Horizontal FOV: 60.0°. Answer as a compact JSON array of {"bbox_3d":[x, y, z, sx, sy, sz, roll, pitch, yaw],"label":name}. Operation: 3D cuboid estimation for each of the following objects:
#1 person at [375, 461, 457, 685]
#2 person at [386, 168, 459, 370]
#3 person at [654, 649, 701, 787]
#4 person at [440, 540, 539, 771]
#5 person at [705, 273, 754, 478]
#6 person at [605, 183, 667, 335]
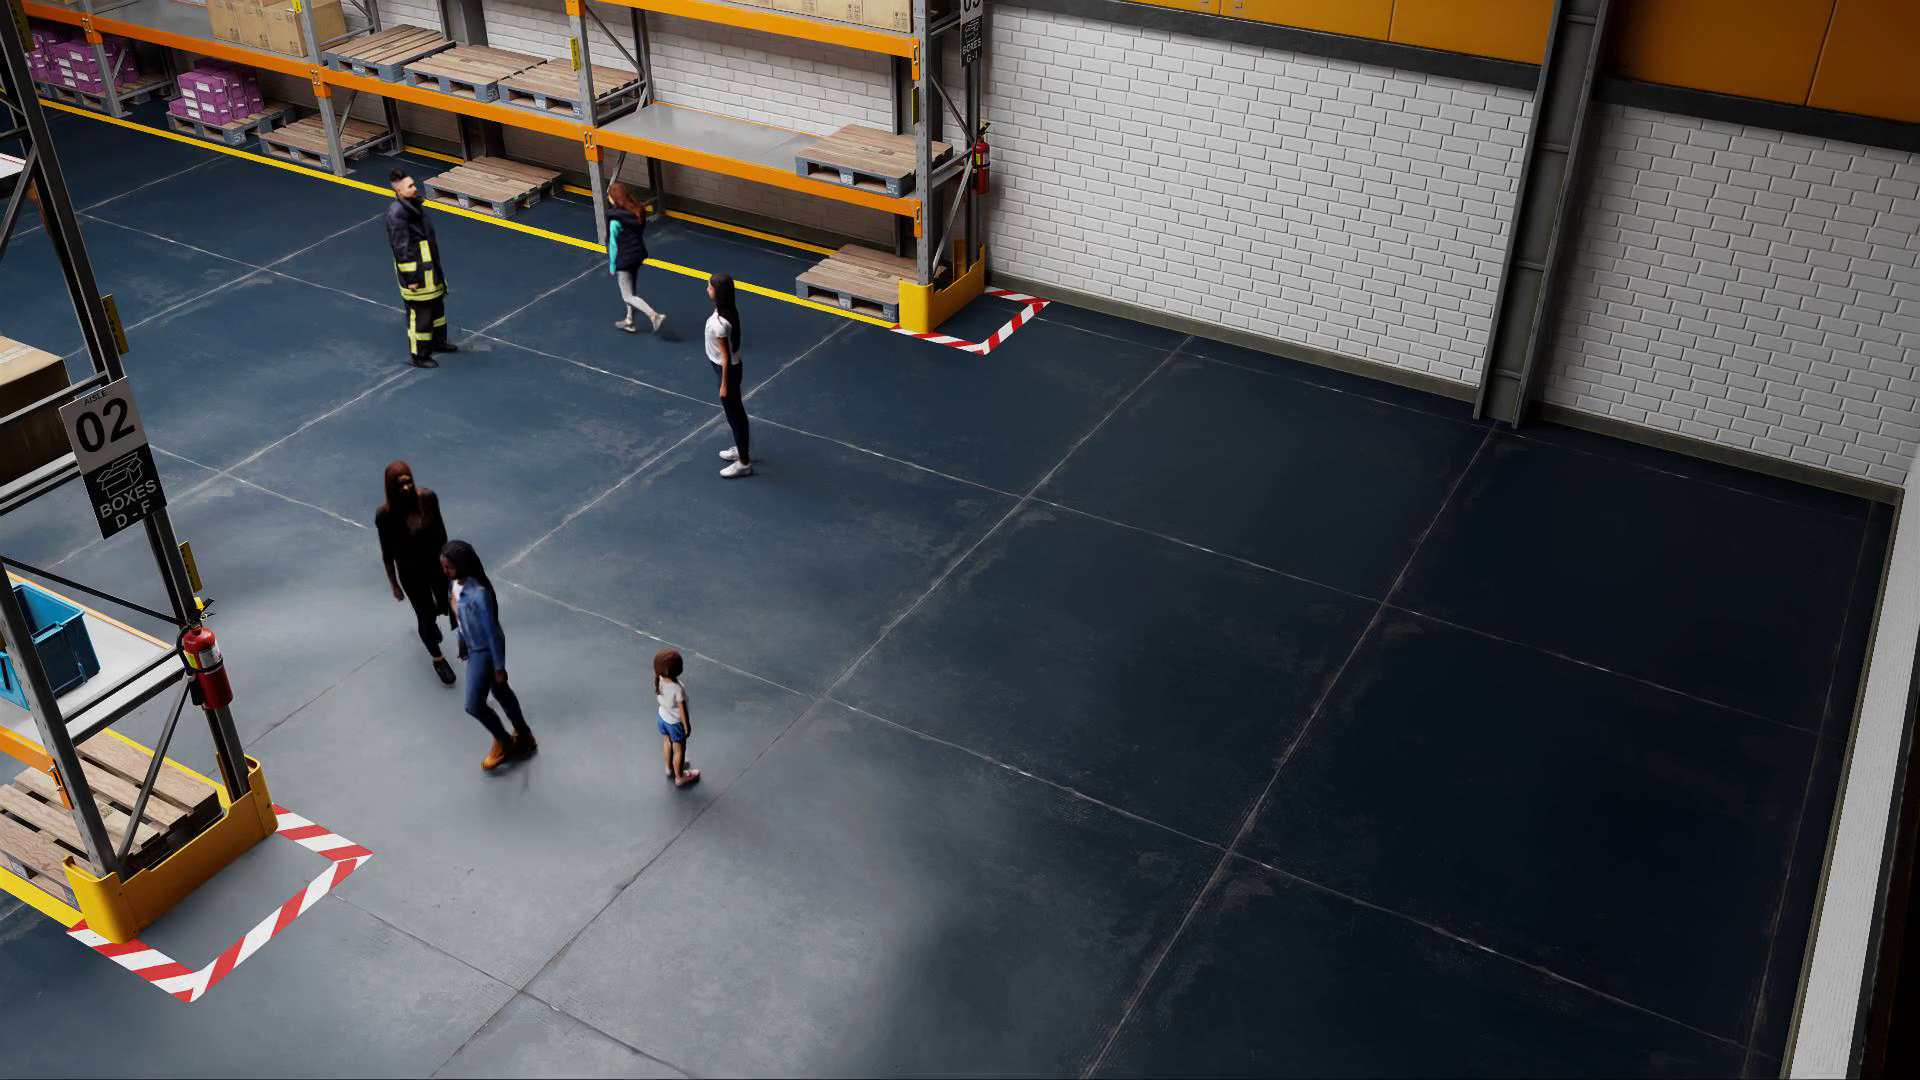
[{"bbox_3d":[-3.682,0.162,11.280,0.772,1.696,0.919,-25,41,-32],"label":"person"},{"bbox_3d":[-4.954,-2.514,15.147,0.855,1.873,0.869,3,34,5],"label":"person"},{"bbox_3d":[-1.813,1.102,10.478,0.521,1.019,0.424,-26,41,-33],"label":"person"},{"bbox_3d":[-2.910,0.683,10.495,0.835,1.698,0.743,-20,39,-28],"label":"person"},{"bbox_3d":[-1.863,-1.342,13.473,0.681,1.774,0.667,-1,34,-2],"label":"person"},{"bbox_3d":[-3.067,-2.615,15.650,0.863,1.483,0.658,10,35,14],"label":"person"}]
